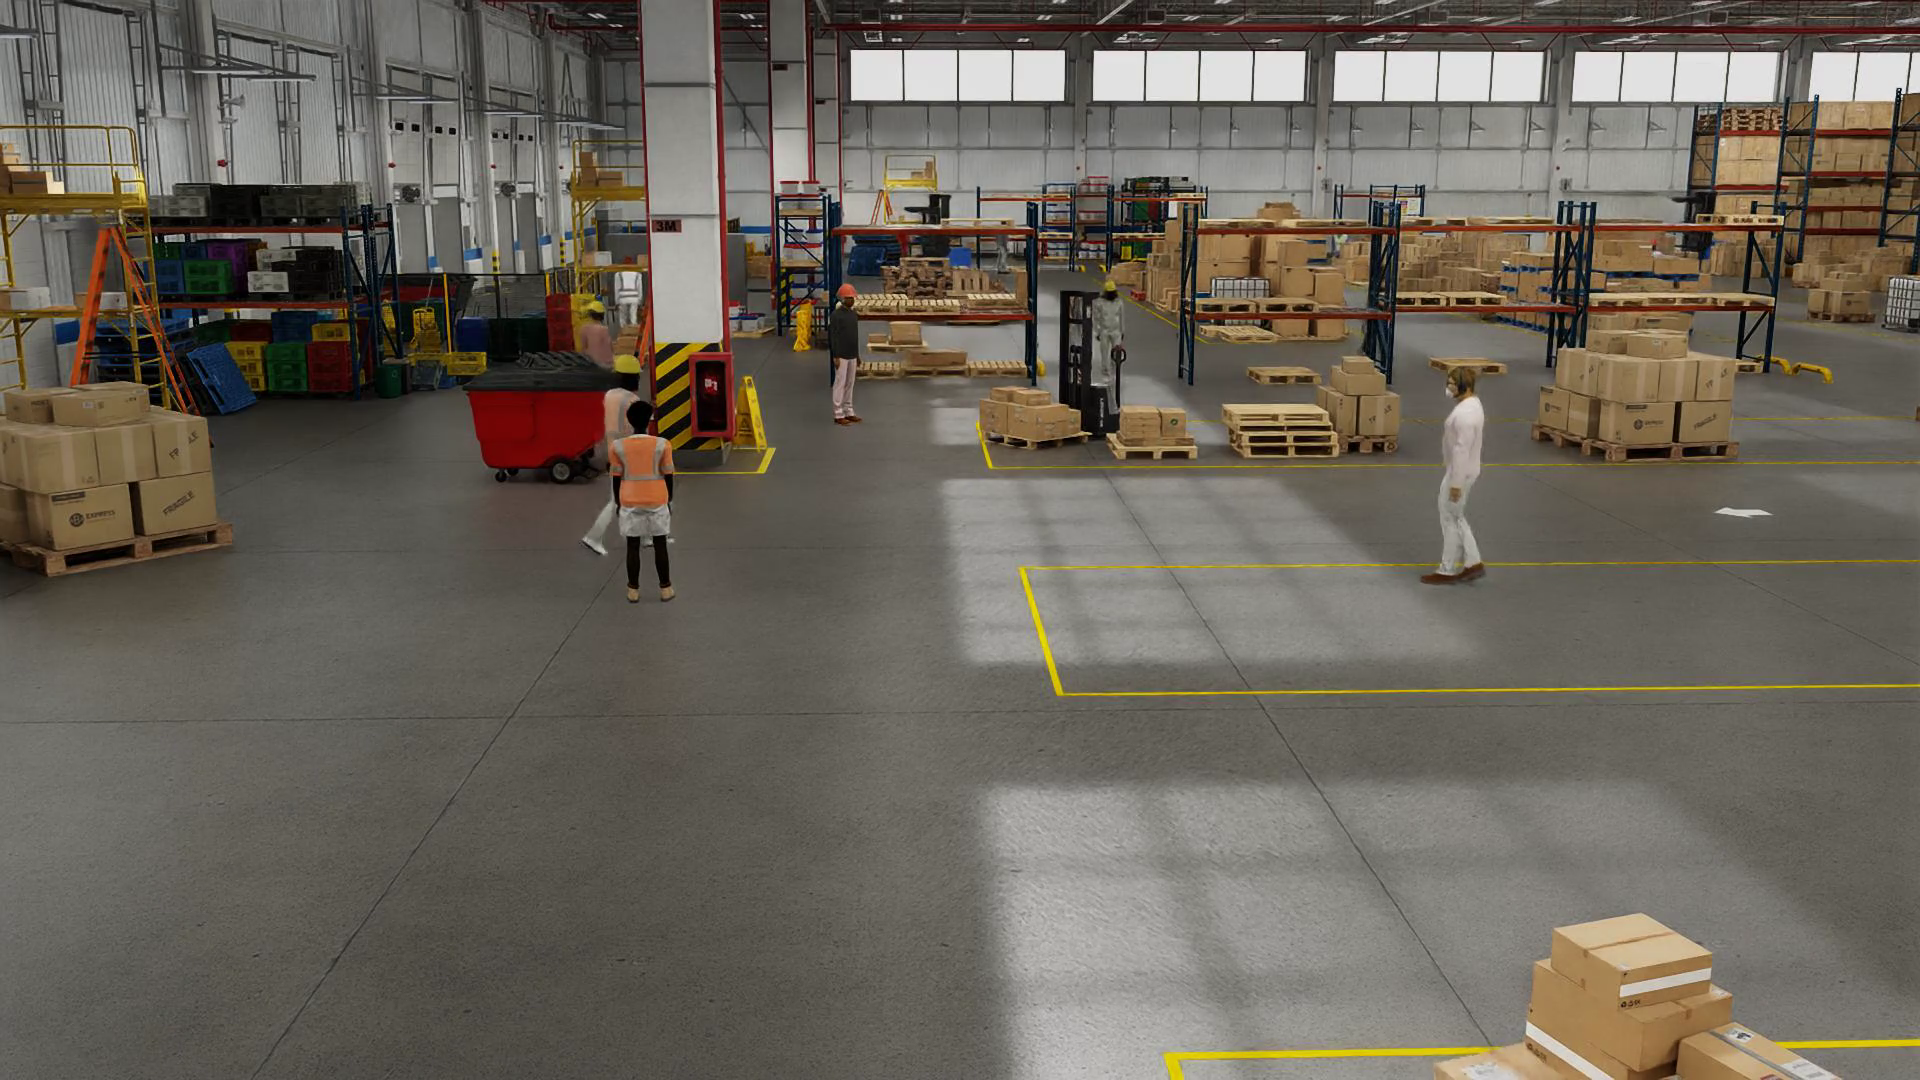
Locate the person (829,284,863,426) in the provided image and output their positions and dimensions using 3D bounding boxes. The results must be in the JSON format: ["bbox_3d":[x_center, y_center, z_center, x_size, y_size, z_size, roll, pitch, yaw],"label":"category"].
[{"bbox_3d":[-1.609,-2.622,23.574,0.377,1.995,0.608,7,14,29],"label":"person"}]

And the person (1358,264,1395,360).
[{"bbox_3d":[7.988,-4.349,31.759,0.533,1.826,0.658,-9,15,-35],"label":"person"}]

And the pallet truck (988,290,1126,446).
[{"bbox_3d":[1.257,-2.299,22.111,1.885,1.965,0.823,-9,15,-35],"label":"pallet truck"}]

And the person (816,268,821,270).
[{"bbox_3d":[-3.851,-7.220,44.505,0.703,1.923,0.639,7,14,29],"label":"person"}]

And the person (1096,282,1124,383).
[{"bbox_3d":[2.553,-3.516,28.233,0.507,1.717,0.673,-1,13,-7],"label":"person"}]

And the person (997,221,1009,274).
[{"bbox_3d":[1.485,-10.256,58.247,0.360,1.924,0.664,-7,14,-27],"label":"person"}]

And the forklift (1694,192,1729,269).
[{"bbox_3d":[26.956,-11.196,60.273,1.873,2.768,1.129,0,12,-2],"label":"forklift"}]

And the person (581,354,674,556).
[{"bbox_3d":[-3.166,-0.804,15.623,0.954,1.890,0.601,-9,15,-35],"label":"person"}]

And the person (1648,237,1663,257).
[{"bbox_3d":[17.515,-6.685,42.090,0.555,1.923,0.719,-1,13,-6],"label":"person"}]

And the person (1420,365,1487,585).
[{"bbox_3d":[4.313,-0.540,14.336,0.545,1.931,0.640,5,13,20],"label":"person"}]

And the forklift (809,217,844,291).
[{"bbox_3d":[-4.375,-8.619,48.637,1.873,2.768,1.129,0,12,-2],"label":"forklift"}]

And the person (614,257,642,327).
[{"bbox_3d":[-6.804,-4.876,34.104,0.575,1.836,0.889,-4,13,-17],"label":"person"}]

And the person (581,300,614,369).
[{"bbox_3d":[-5.205,-2.538,23.758,0.530,1.751,0.600,7,14,29],"label":"person"}]

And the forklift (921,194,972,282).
[{"bbox_3d":[-0.640,-9.882,54.339,1.873,2.768,1.129,-7,14,-28],"label":"forklift"}]

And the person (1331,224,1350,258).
[{"bbox_3d":[12.576,-9.507,54.966,0.613,1.880,0.679,11,16,40],"label":"person"}]

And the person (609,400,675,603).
[{"bbox_3d":[-2.627,-0.311,13.816,0.532,1.697,0.322,-1,13,-5],"label":"person"}]
